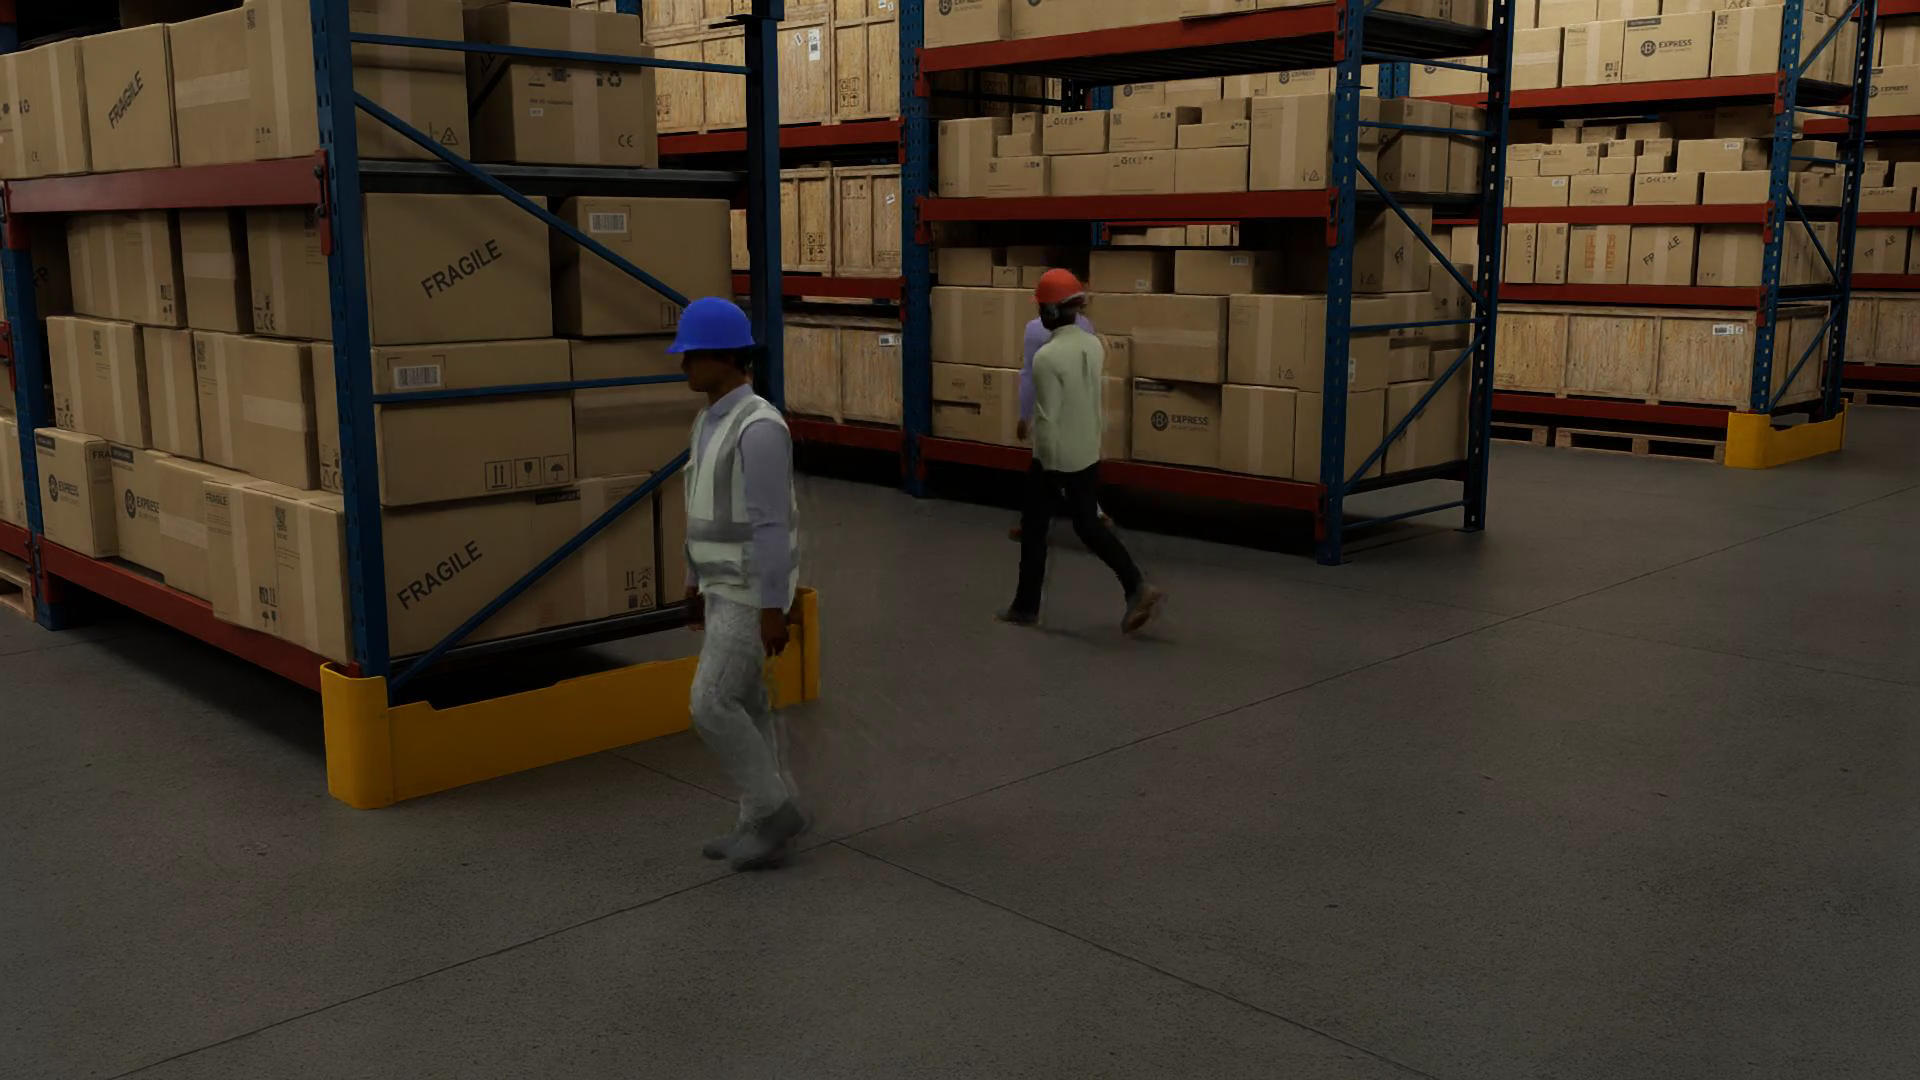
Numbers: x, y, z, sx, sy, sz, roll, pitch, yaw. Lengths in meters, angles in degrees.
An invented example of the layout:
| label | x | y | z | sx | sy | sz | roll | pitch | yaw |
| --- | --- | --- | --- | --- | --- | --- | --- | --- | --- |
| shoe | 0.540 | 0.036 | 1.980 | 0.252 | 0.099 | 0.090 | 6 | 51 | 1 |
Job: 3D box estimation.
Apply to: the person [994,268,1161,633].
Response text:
| label | x | y | z | sx | sy | sz | roll | pitch | yaw |
| --- | --- | --- | --- | --- | --- | --- | --- | --- | --- |
| person | 0.619 | -0.458 | 8.864 | 0.907 | 1.968 | 0.610 | 9 | 14 | 41 |

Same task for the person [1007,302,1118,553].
| label | x | y | z | sx | sy | sz | roll | pitch | yaw |
| --- | --- | --- | --- | --- | --- | --- | --- | --- | --- |
| person | 0.701 | -0.863 | 11.227 | 0.919 | 1.913 | 0.636 | 9 | 14 | 41 |

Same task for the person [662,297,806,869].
| label | x | y | z | sx | sy | sz | roll | pitch | yaw |
| --- | --- | --- | --- | --- | --- | --- | --- | --- | --- |
| person | -0.760 | 0.160 | 5.570 | 0.440 | 1.928 | 0.640 | -5 | 11 | -25 |
